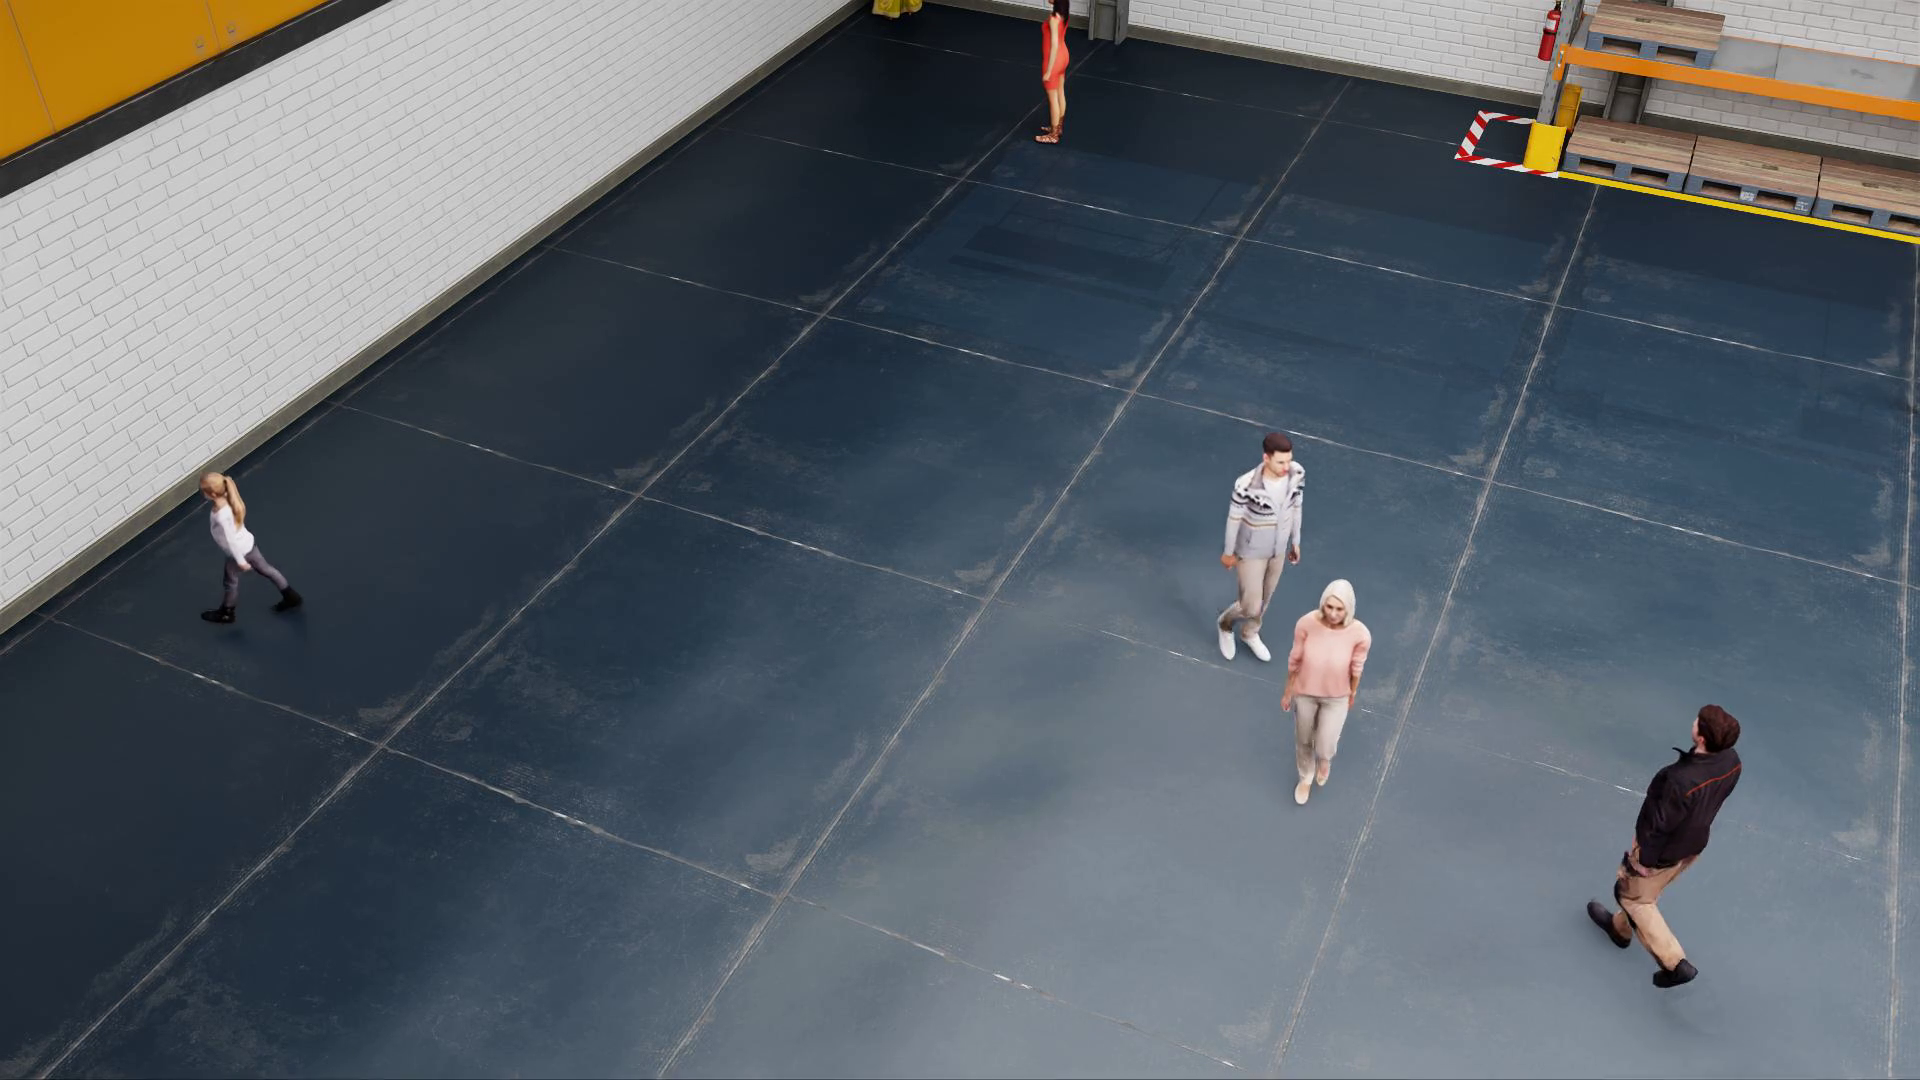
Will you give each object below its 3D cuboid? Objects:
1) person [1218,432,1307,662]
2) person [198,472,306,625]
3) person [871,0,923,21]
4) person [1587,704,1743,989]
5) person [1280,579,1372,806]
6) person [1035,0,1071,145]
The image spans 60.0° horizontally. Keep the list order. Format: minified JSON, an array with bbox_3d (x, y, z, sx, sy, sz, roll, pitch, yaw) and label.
[{"bbox_3d":[1.968,-0.008,11.086,0.804,1.846,0.838,-19,42,-22],"label":"person"},{"bbox_3d":[-4.908,0.050,11.489,0.956,1.252,0.781,-4,39,-5],"label":"person"},{"bbox_3d":[-0.779,-7.193,20.232,0.998,1.661,1.010,-22,43,-25],"label":"person"},{"bbox_3d":[3.865,1.669,8.936,1.040,1.909,1.148,-18,42,-21],"label":"person"},{"bbox_3d":[2.205,0.871,10.091,0.582,1.714,0.669,13,41,16],"label":"person"},{"bbox_3d":[1.004,-5.007,17.447,0.548,1.719,0.600,13,40,15],"label":"person"}]
